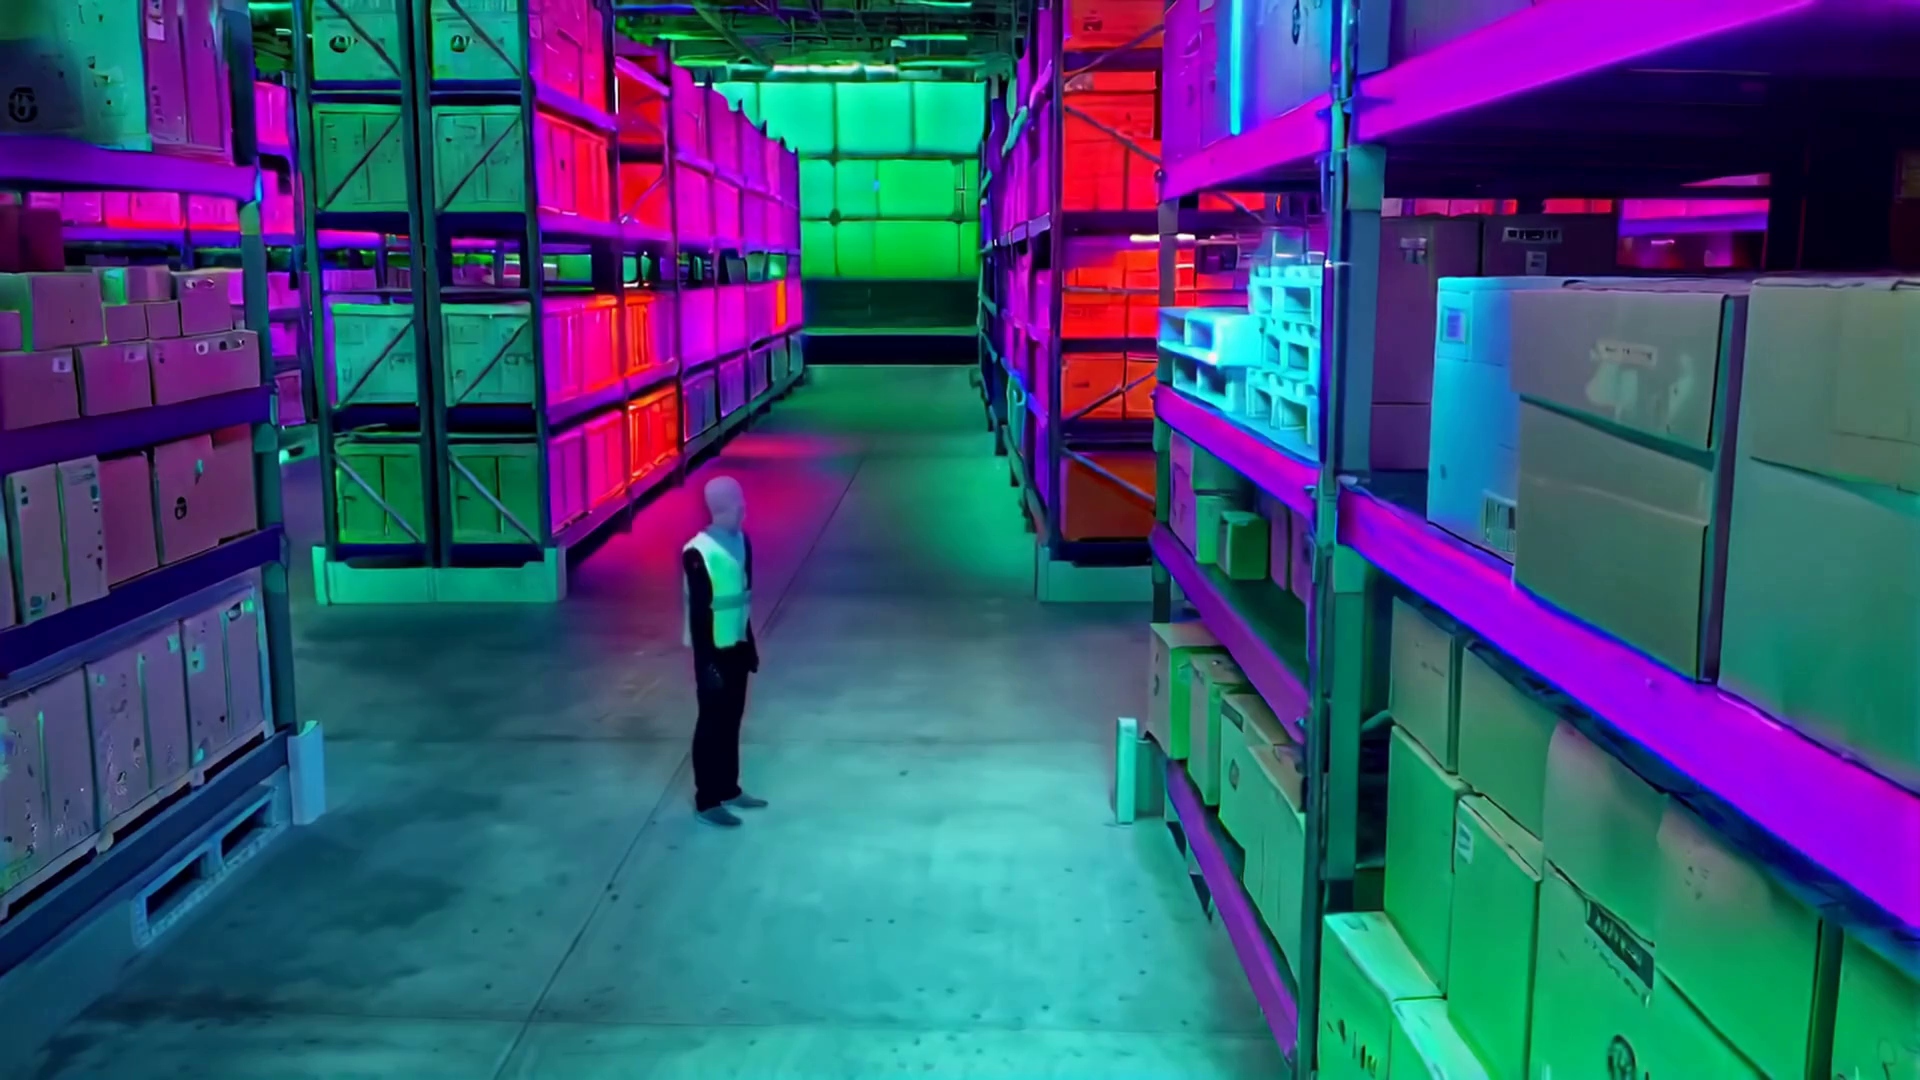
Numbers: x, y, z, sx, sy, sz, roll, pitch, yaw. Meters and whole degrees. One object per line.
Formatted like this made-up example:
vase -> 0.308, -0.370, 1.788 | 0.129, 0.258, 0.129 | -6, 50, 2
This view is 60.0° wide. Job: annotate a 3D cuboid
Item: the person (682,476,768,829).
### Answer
person -> -1.304, 0.597, 9.138 | 0.393, 1.920, 0.591 | 3, 10, 19
